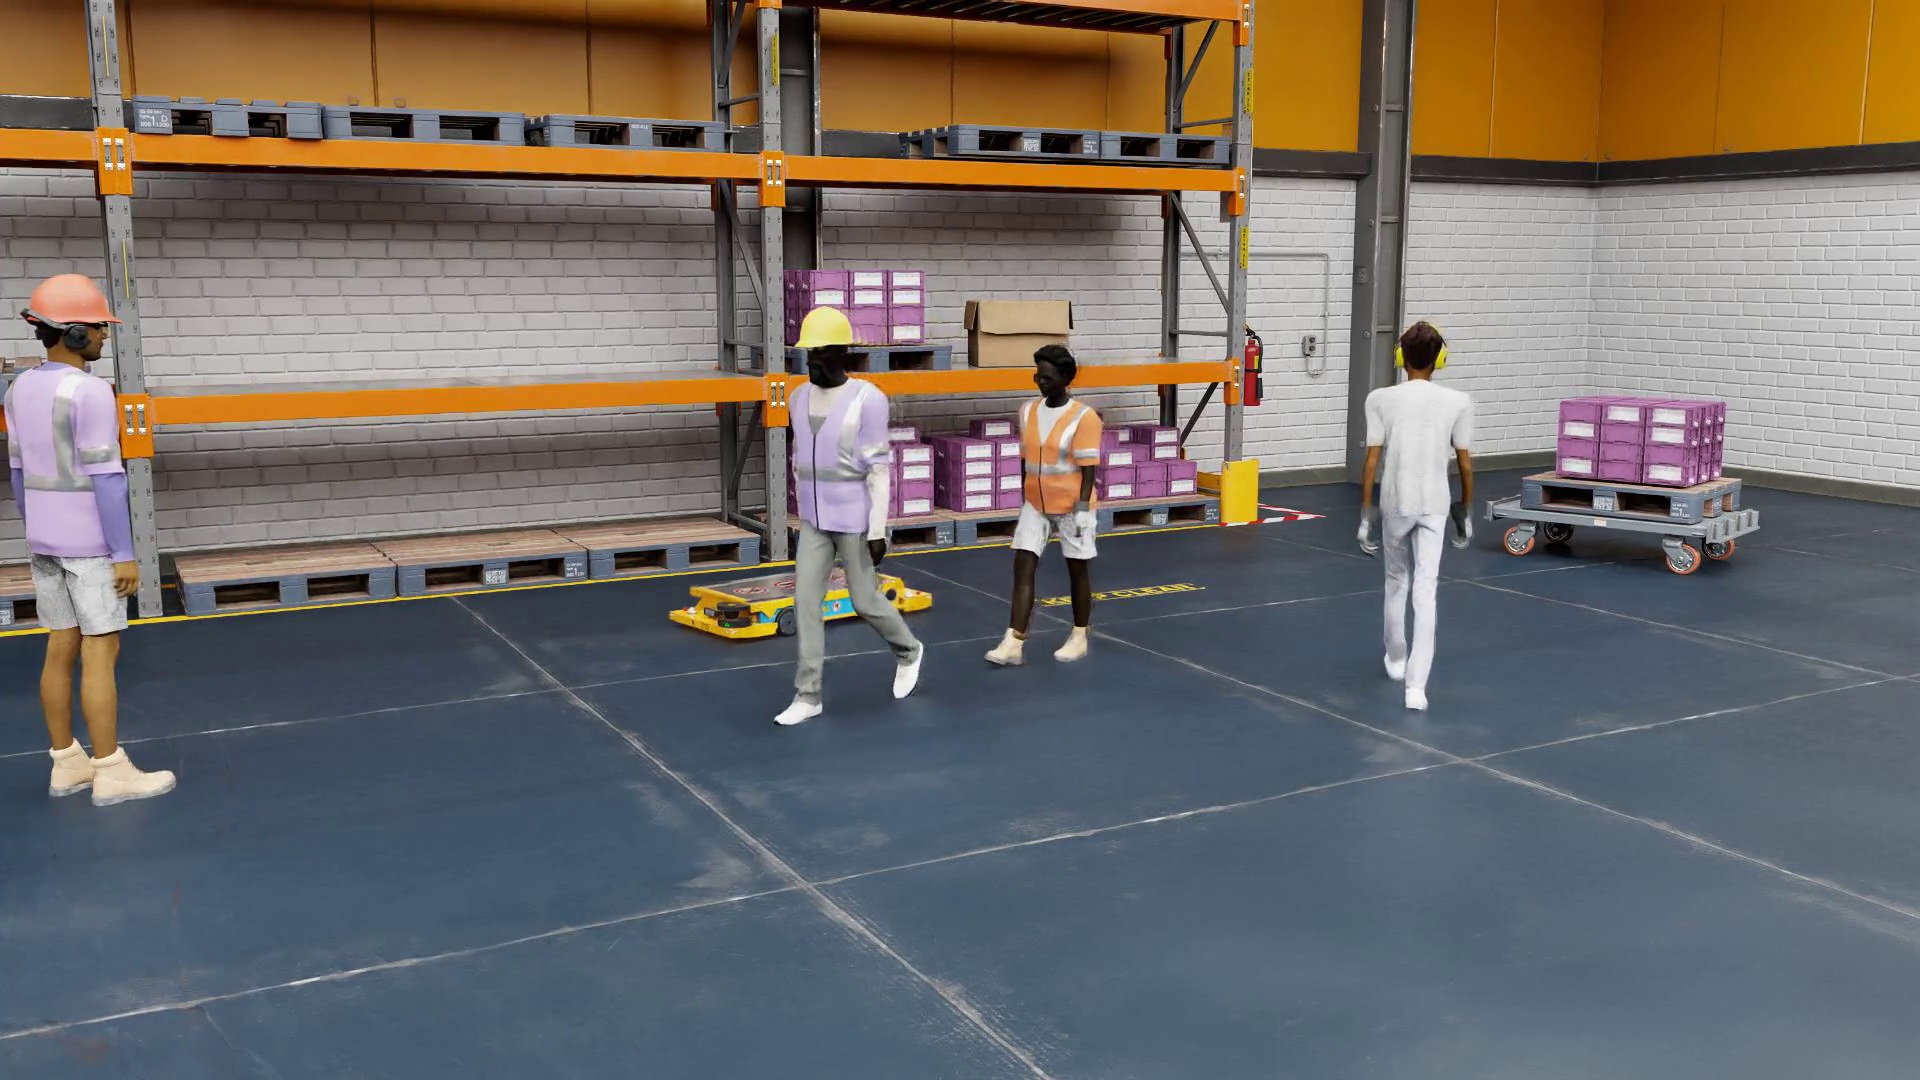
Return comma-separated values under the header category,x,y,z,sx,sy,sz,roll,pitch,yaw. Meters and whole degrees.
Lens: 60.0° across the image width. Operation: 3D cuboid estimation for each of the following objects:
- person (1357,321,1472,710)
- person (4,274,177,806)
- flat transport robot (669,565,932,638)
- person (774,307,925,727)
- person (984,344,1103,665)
category,x,y,z,sx,sy,sz,roll,pitch,yaw
person,2.200,-0.136,8.010,0.539,1.815,0.997,2,10,14
person,-3.398,0.002,6.455,0.608,2.045,0.391,6,11,32
flat transport robot,-0.920,0.343,9.765,1.431,0.197,0.652,-8,12,-40
person,-0.508,-0.131,7.706,0.597,1.904,0.861,7,12,37
person,0.431,-0.158,8.537,0.557,1.665,0.755,8,12,39
